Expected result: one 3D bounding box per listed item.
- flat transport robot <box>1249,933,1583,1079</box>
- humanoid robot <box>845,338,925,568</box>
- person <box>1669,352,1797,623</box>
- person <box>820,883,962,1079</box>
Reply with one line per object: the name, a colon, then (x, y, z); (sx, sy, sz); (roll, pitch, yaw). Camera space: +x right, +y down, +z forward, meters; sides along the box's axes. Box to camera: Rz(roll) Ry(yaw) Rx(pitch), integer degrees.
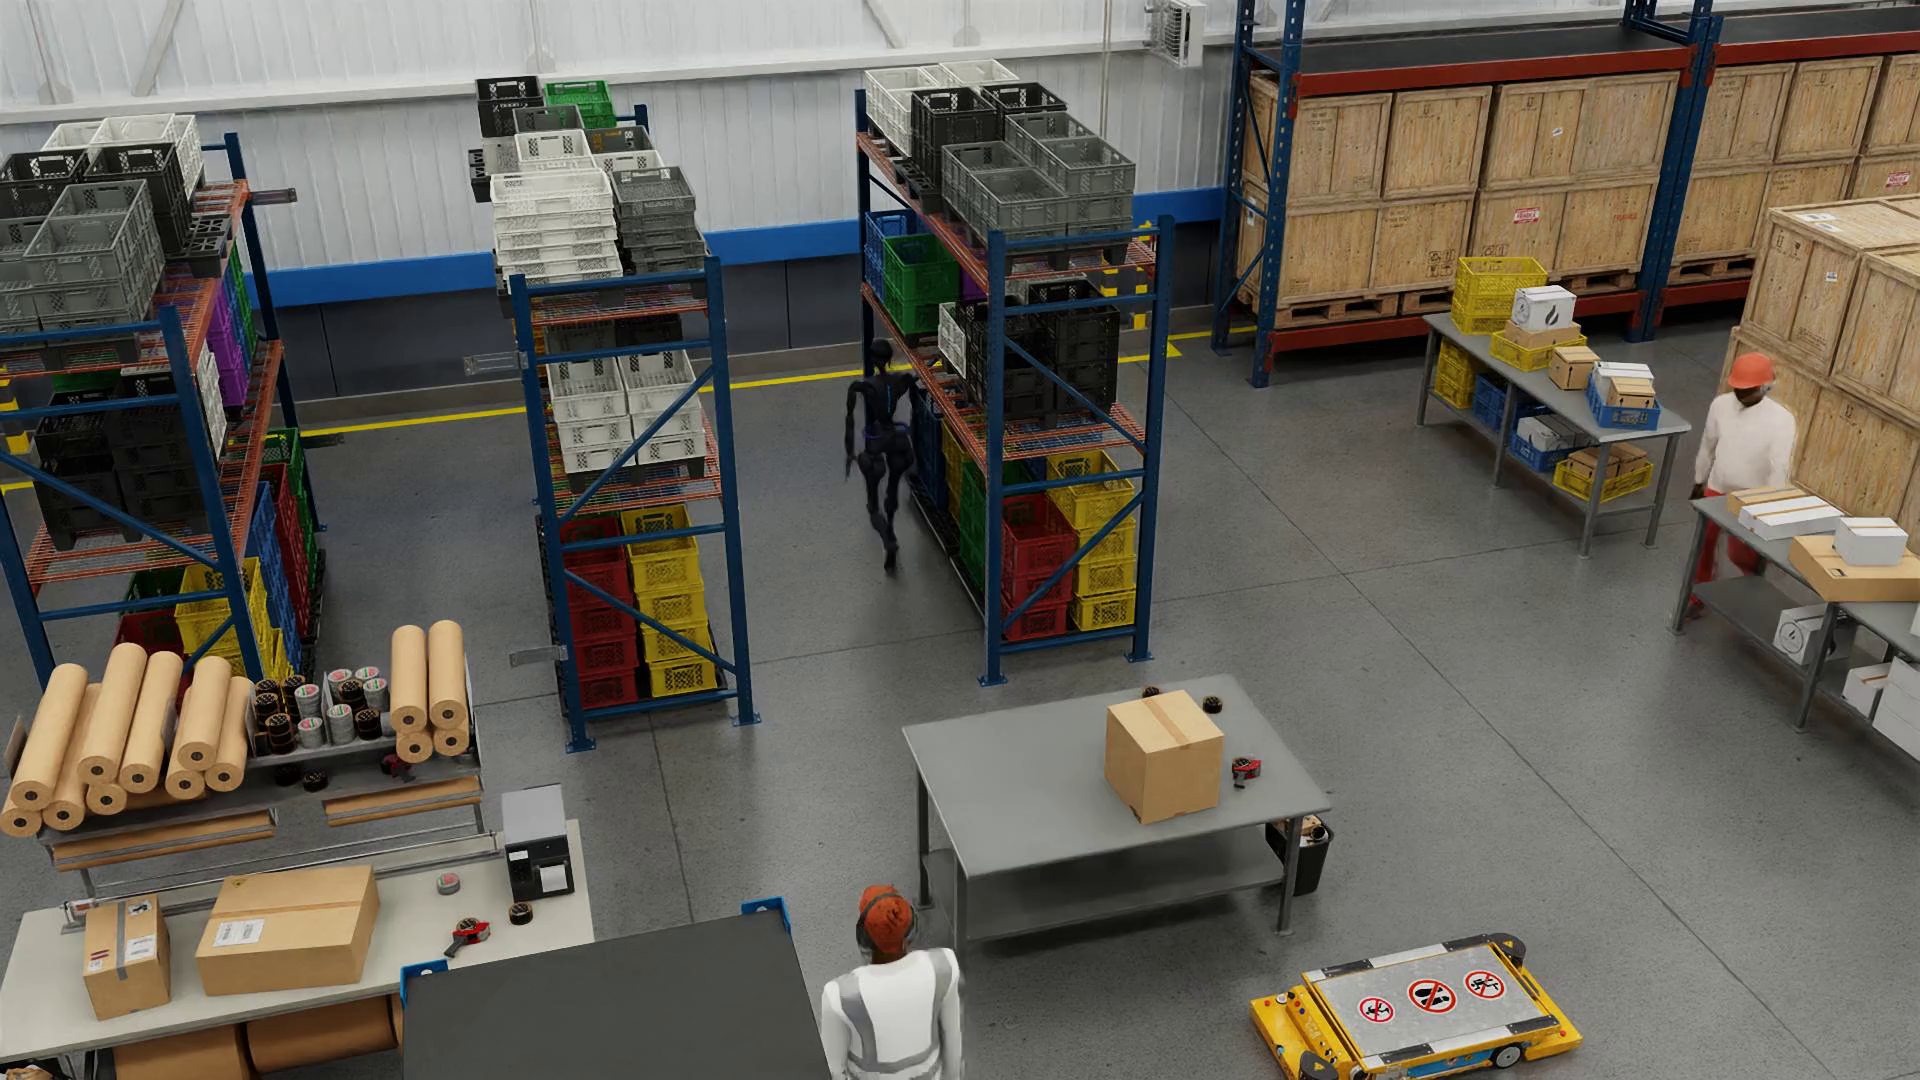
flat transport robot: (2.184, 2.282, 7.980); (1.431, 0.197, 0.652); (-8, 30, -14)
humanoid robot: (-0.518, -0.642, 11.881); (0.586, 1.632, 0.627); (-11, 31, -19)
person: (5.182, -0.357, 11.038); (0.644, 1.967, 0.642); (-18, 33, -29)
person: (-0.243, 2.181, 6.551); (0.581, 1.861, 0.787); (-13, 31, -22)
